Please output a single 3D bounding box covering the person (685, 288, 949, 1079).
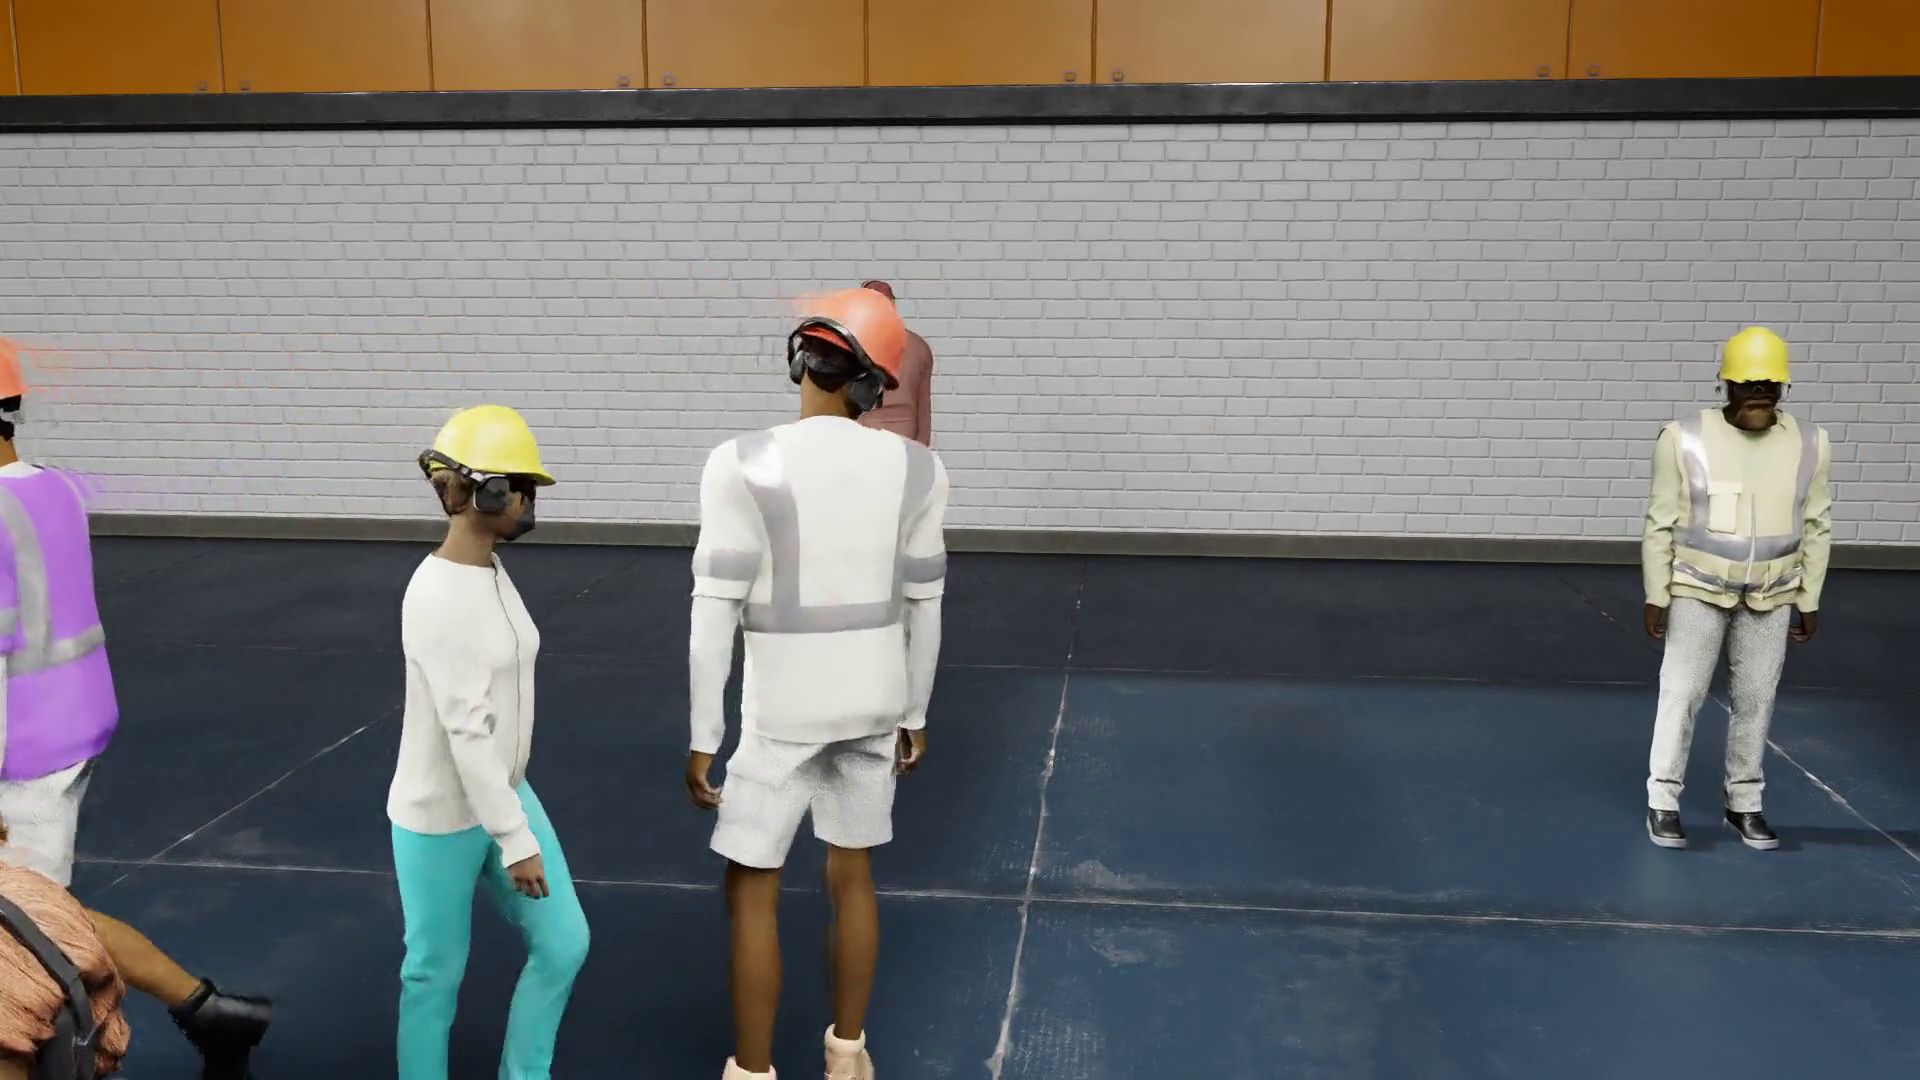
[{"bbox_3d":[-0.409,0.415,3.905,0.838,1.983,0.432,-6,12,-31],"label":"person"}]

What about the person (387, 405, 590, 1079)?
[{"bbox_3d":[-0.999,0.590,3.592,0.529,1.742,0.497,2,10,12],"label":"person"}]

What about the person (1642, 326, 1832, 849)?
[{"bbox_3d":[2.683,0.173,5.763,0.612,1.821,0.432,2,10,10],"label":"person"}]

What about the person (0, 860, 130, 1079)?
[{"bbox_3d":[-0.797,1.029,1.519,0.493,1.590,0.888,0,10,1],"label":"person"}]

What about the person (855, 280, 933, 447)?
[{"bbox_3d":[-0.468,-0.514,9.446,0.652,1.904,0.402,-7,12,-34],"label":"person"}]

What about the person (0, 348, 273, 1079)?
[{"bbox_3d":[-2.085,0.459,3.909,0.812,1.907,0.550,-1,10,-5],"label":"person"}]
